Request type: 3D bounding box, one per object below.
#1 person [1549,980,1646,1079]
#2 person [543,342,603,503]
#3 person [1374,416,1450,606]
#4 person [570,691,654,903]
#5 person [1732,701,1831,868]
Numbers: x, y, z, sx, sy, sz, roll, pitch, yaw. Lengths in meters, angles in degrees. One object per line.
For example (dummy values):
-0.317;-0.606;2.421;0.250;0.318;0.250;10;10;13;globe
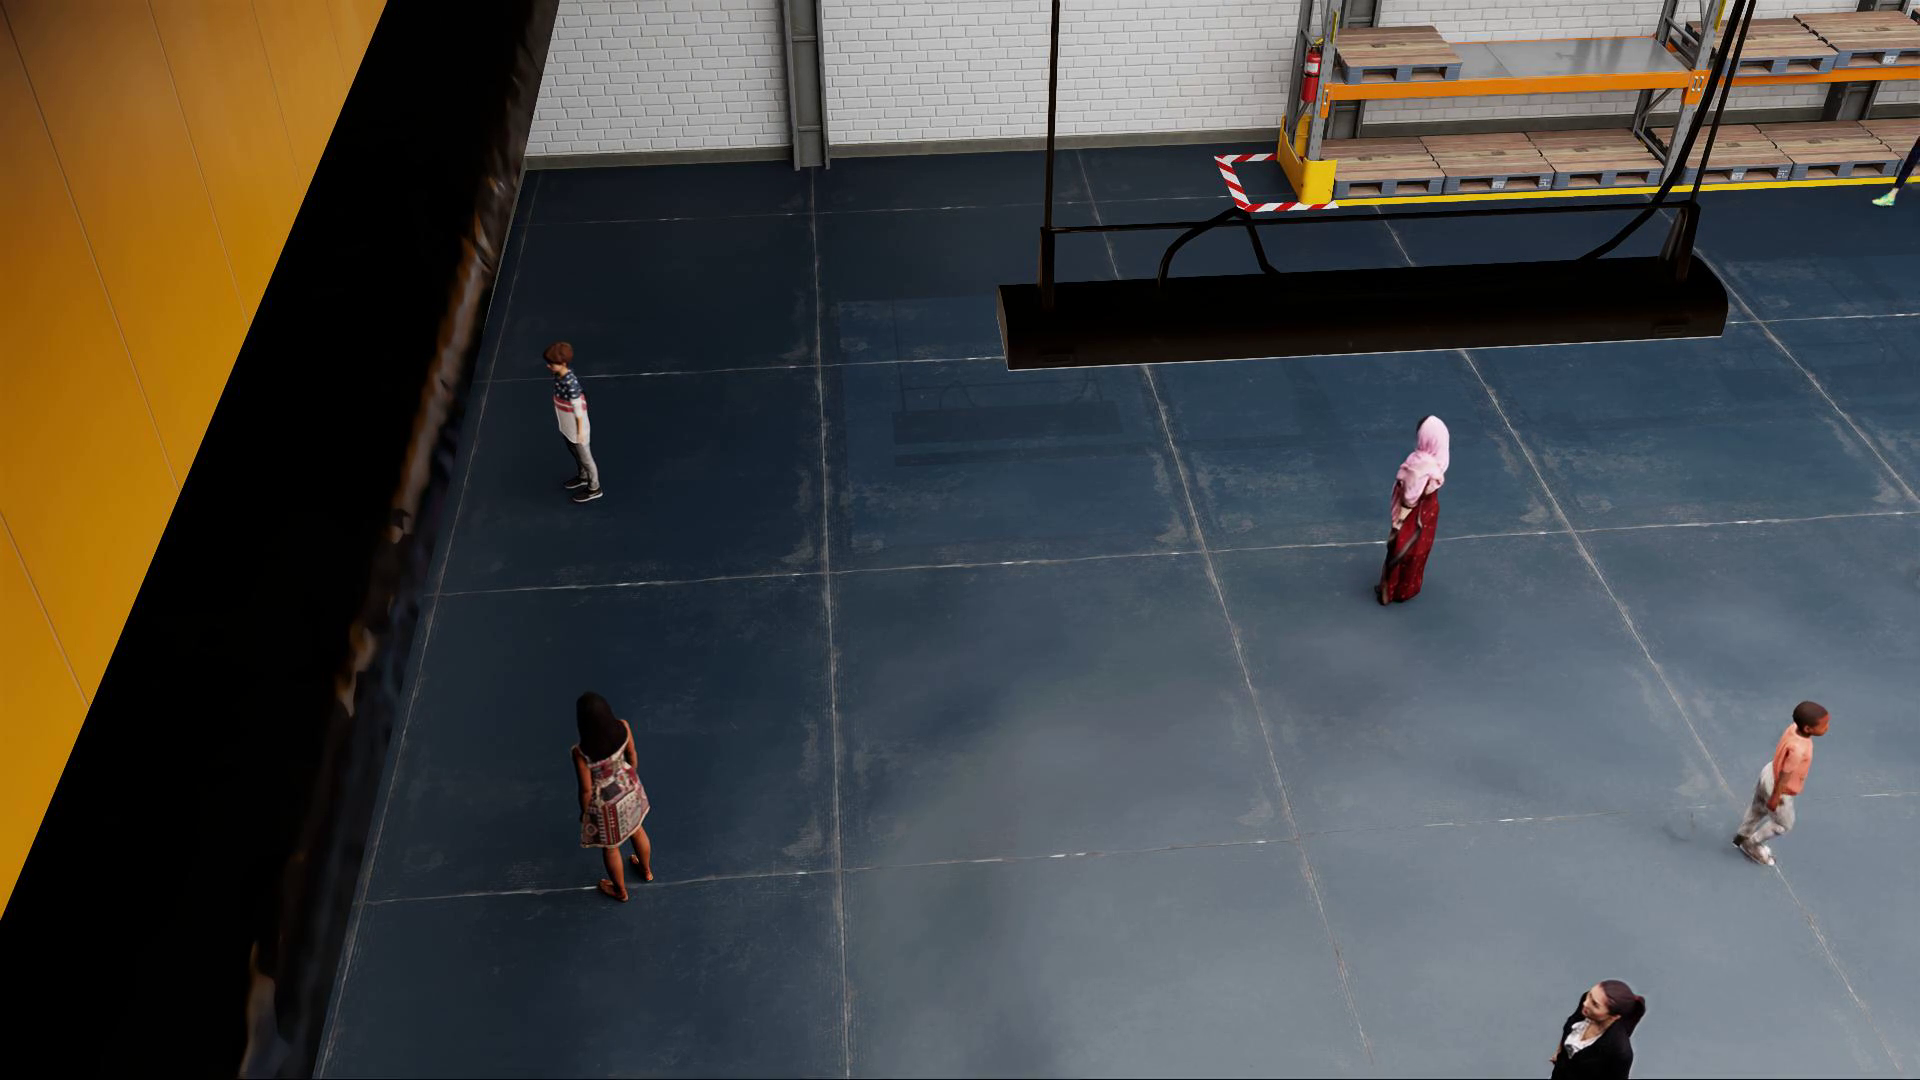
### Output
3.187;2.789;8.498;0.553;1.660;0.609;-6;39;-8;person
-3.108;-0.967;13.380;0.610;1.438;0.582;-24;45;-27;person
3.379;-0.231;12.303;0.818;1.631;0.759;27;46;30;person
-2.117;1.546;10.068;0.769;1.645;0.705;28;47;31;person
5.069;1.494;10.407;0.627;1.302;0.593;18;42;21;person
